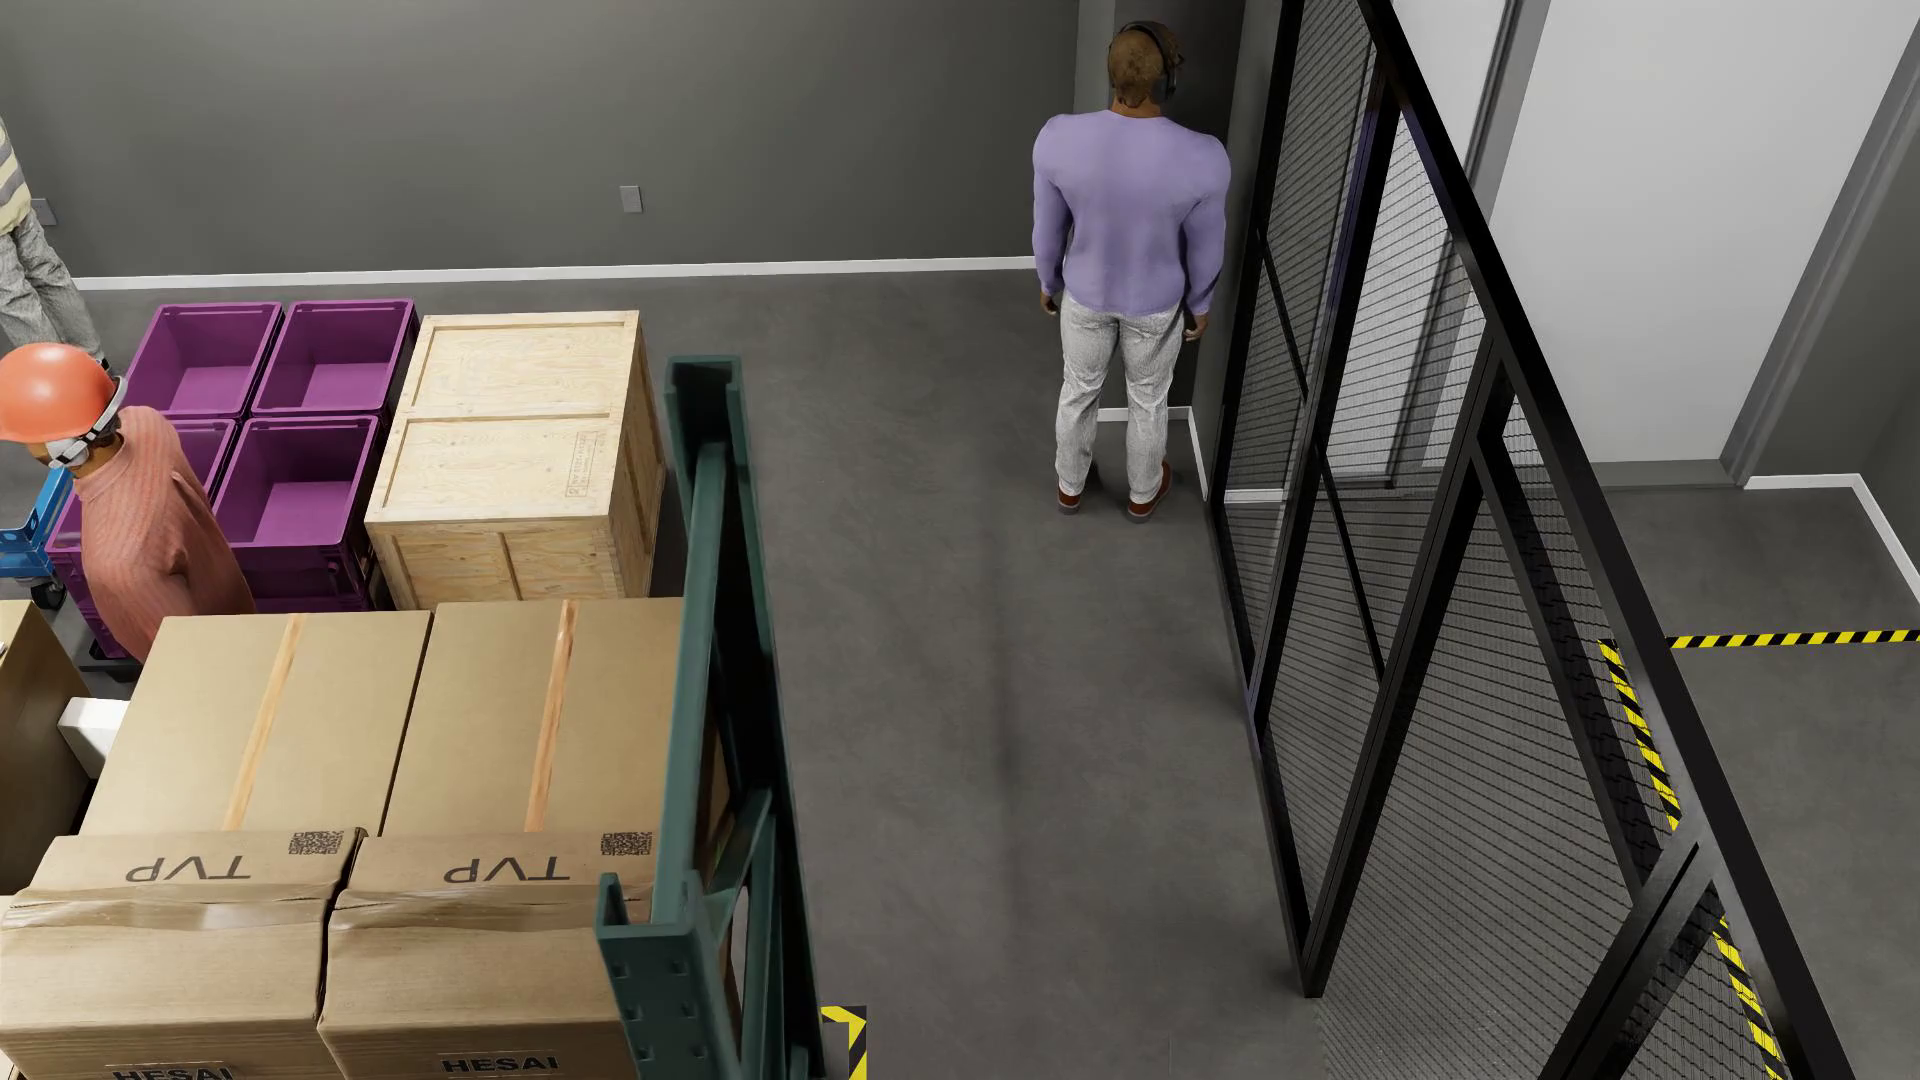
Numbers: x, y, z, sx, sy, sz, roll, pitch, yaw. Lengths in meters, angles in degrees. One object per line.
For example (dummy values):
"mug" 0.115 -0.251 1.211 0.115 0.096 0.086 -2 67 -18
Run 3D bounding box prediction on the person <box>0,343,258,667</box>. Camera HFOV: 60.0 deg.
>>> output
"person" -2.068 0.266 4.465 0.396 1.992 0.623 -12 48 -11

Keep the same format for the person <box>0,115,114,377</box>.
"person" -3.543 -1.184 5.958 0.404 1.835 0.589 2 46 2

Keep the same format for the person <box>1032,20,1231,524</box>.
"person" 0.544 -0.831 5.552 0.631 1.938 0.372 10 47 9
